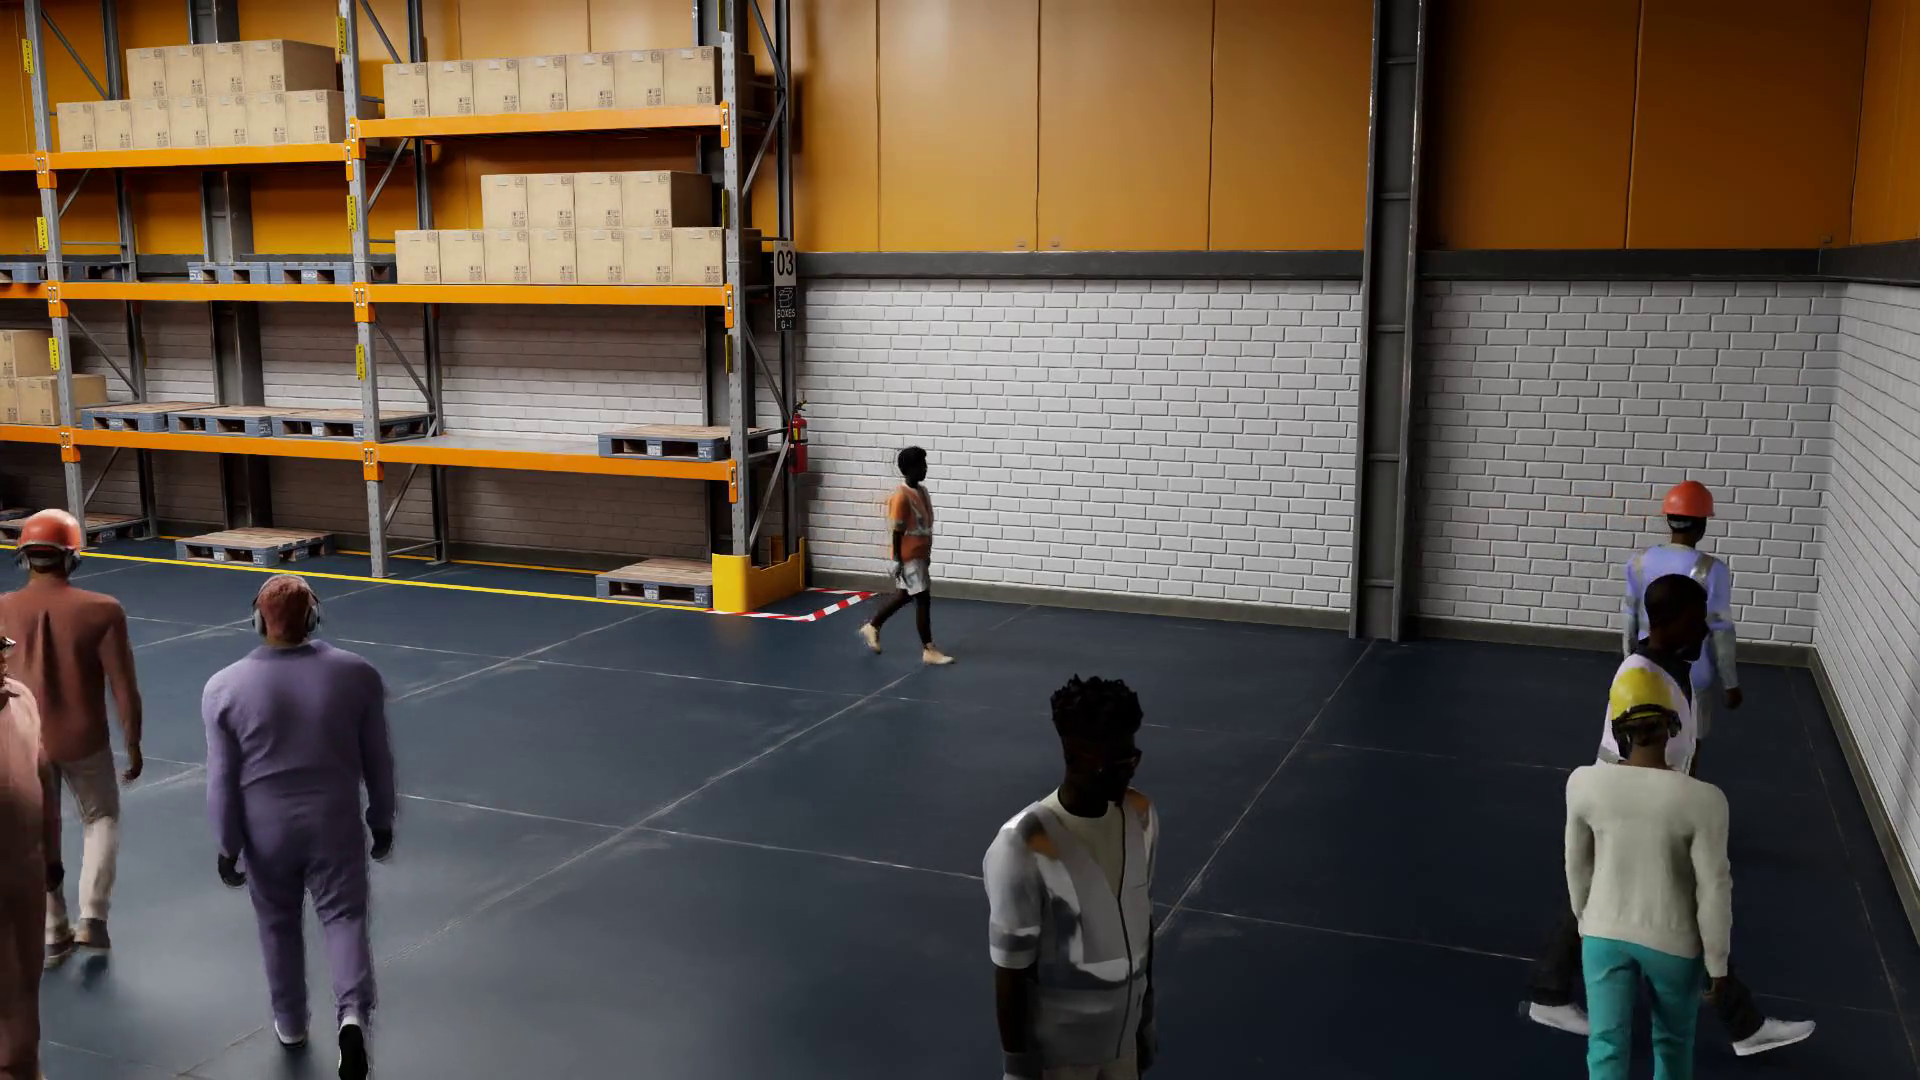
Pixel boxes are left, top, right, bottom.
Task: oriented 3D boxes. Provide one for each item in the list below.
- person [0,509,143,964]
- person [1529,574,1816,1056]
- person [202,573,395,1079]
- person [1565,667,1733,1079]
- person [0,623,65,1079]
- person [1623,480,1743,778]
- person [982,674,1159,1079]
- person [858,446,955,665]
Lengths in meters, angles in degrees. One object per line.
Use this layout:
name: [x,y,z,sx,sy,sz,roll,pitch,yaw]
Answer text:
person: [-3.877,0.850,7.192,0.661,1.971,0.471,-3,10,-15]
person: [2.699,1.056,6.297,1.028,1.855,0.600,7,12,37]
person: [-2.438,1.064,6.194,0.651,1.883,0.813,-5,10,-26]
person: [2.209,1.275,5.366,0.548,1.717,0.801,7,11,35]
person: [-3.357,1.136,5.719,0.474,1.886,0.713,2,10,10]
person: [3.691,0.654,8.505,0.420,1.932,0.564,-6,11,-31]
person: [0.321,1.309,4.465,0.606,1.958,0.375,-9,13,-43]
person: [-0.428,0.106,12.637,0.787,1.671,0.536,3,10,20]
